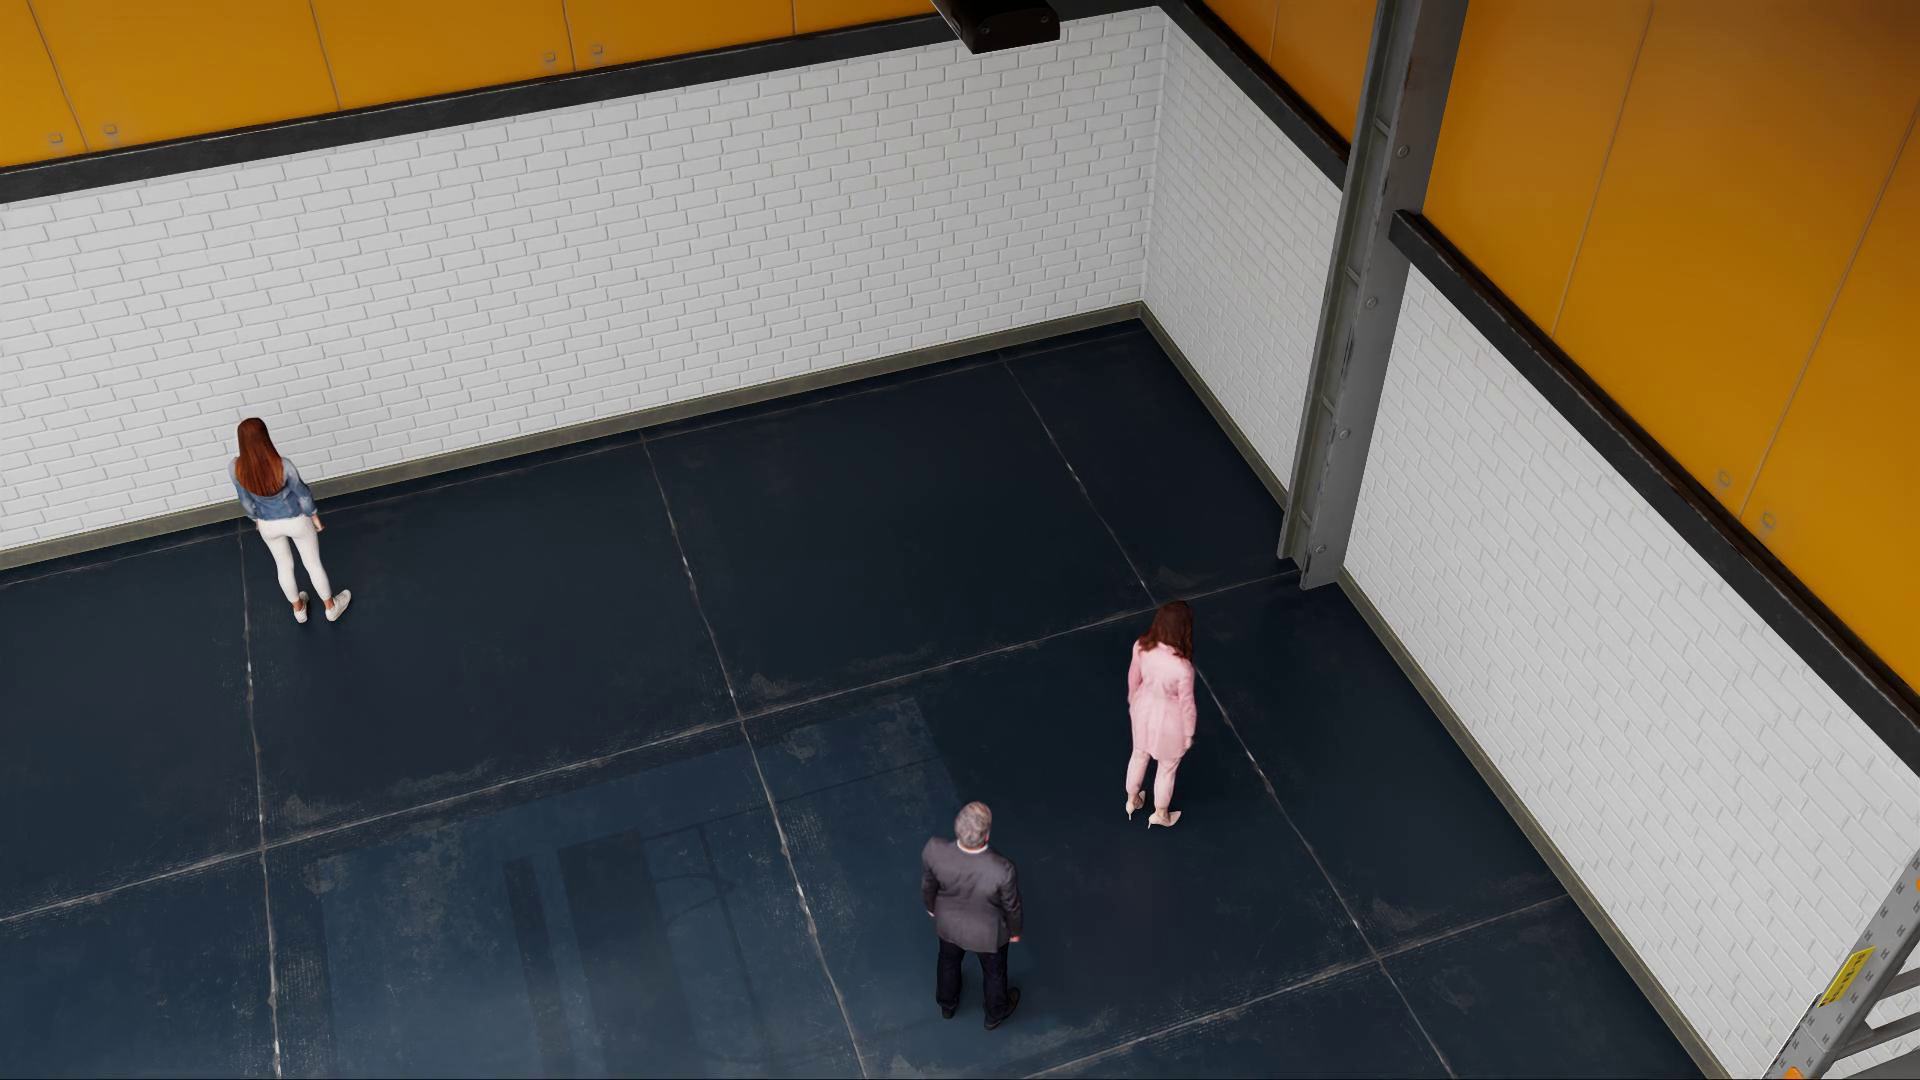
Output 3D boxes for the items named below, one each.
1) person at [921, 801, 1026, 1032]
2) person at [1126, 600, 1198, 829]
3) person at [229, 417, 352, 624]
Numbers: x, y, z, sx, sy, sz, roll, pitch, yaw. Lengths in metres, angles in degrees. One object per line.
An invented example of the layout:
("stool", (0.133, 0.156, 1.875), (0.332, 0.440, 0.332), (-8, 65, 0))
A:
("person", (0.072, 1.969, 8.719), (0.803, 1.842, 0.835), (13, 45, 14))
("person", (1.156, 1.054, 9.709), (0.625, 1.801, 0.752), (32, 52, 29))
("person", (-4.472, -0.112, 11.005), (0.675, 1.702, 0.622), (-2, 44, -2))
